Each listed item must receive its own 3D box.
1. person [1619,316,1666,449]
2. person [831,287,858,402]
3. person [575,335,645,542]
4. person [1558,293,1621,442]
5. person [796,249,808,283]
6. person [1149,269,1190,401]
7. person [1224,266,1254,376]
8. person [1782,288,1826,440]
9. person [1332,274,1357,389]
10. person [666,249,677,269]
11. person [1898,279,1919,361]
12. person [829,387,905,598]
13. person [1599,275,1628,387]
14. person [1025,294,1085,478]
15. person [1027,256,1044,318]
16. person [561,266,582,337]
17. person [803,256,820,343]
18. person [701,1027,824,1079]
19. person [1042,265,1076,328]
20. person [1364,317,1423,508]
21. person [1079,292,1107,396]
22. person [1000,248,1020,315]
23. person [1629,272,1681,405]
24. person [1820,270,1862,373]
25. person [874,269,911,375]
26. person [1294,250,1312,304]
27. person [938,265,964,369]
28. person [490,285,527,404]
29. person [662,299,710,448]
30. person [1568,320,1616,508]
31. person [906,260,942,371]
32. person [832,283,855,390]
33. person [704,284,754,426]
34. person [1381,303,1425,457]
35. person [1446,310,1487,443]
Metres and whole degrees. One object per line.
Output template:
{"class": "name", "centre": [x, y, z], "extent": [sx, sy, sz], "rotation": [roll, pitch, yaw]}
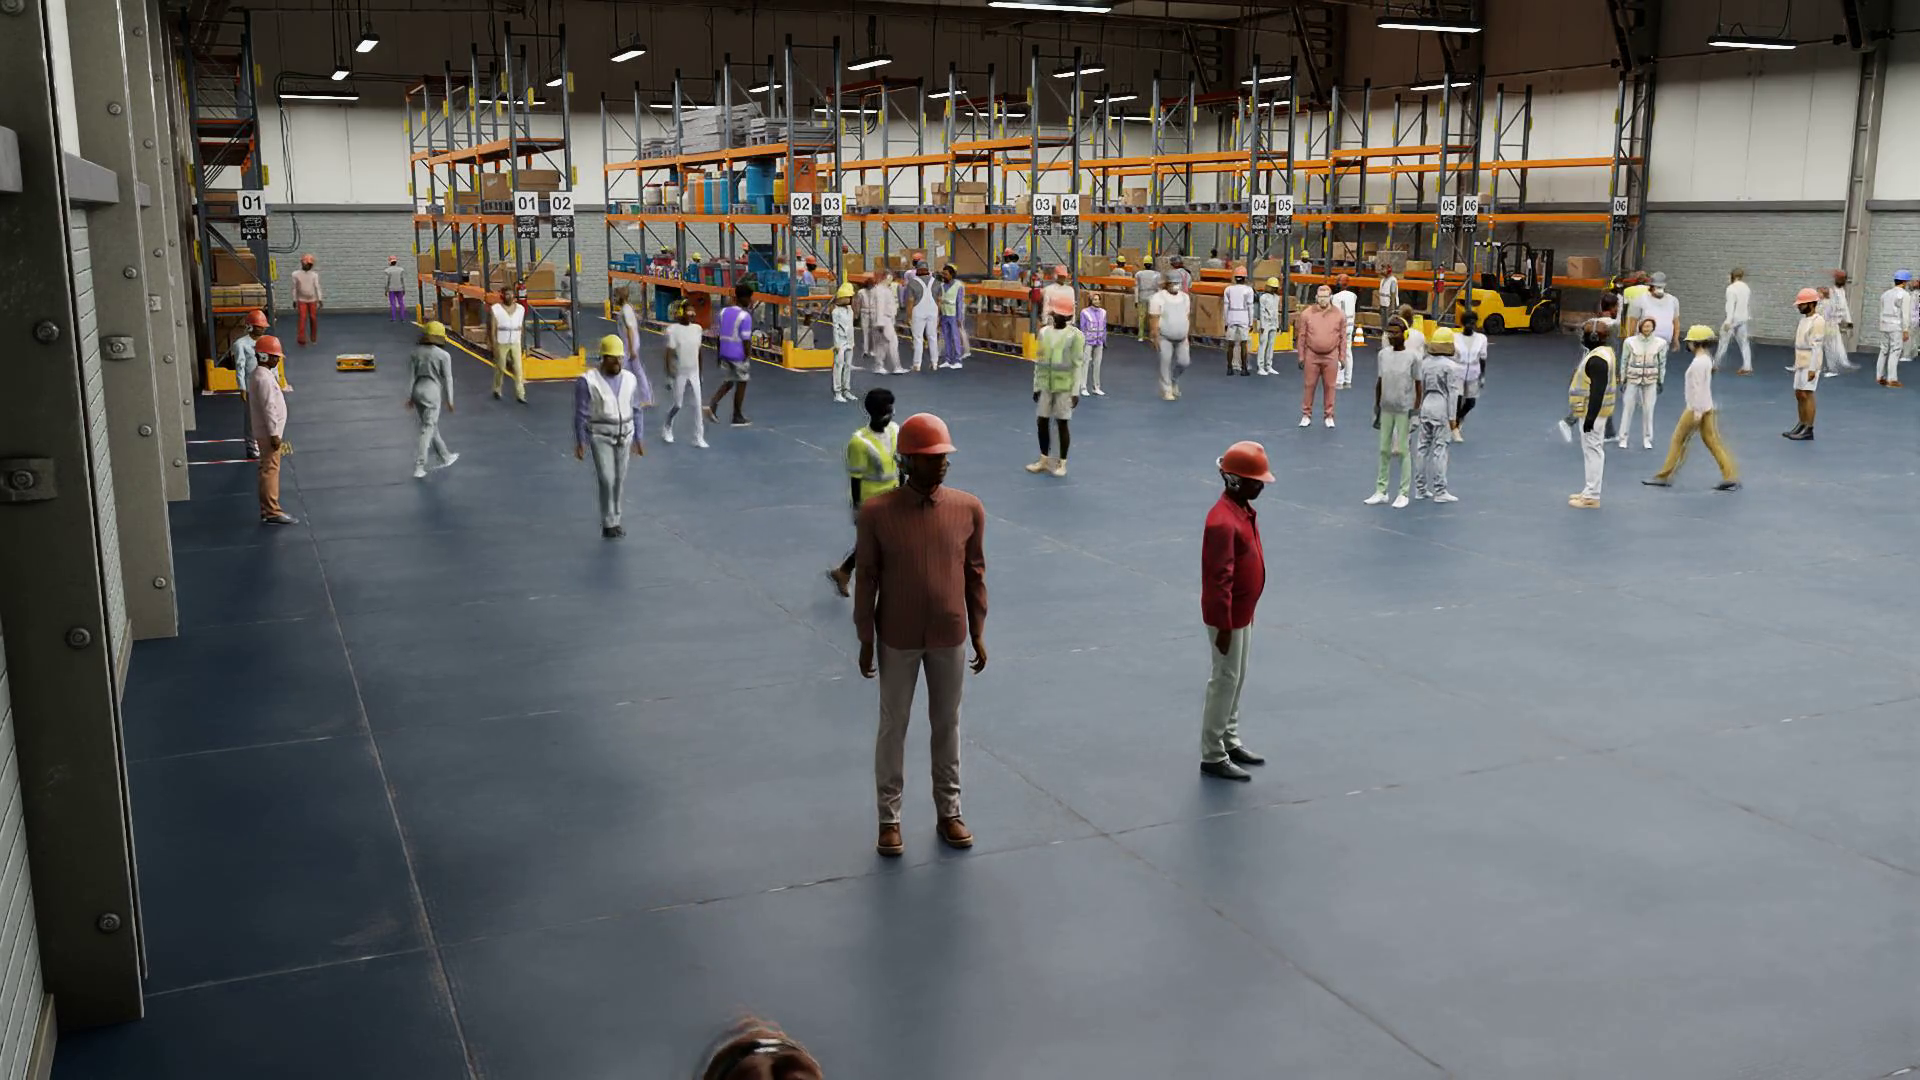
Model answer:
{"class": "person", "centre": [8.354, -1.926, 20.373], "extent": [0.520, 1.633, 0.313], "rotation": [3, 12, 15]}
{"class": "person", "centre": [-1.769, -2.998, 25.521], "extent": [0.287, 1.746, 0.488], "rotation": [7, 13, 31]}
{"class": "person", "centre": [-3.028, -0.887, 14.610], "extent": [0.625, 1.809, 0.617], "rotation": [-10, 15, -40]}
{"class": "person", "centre": [7.984, -2.151, 20.855], "extent": [0.879, 1.893, 0.591], "rotation": [0, 11, -2]}
{"class": "person", "centre": [-5.054, -8.278, 52.377], "extent": [0.574, 1.738, 0.352], "rotation": [-3, 11, -14]}
{"class": "person", "centre": [3.261, -3.158, 25.581], "extent": [0.693, 2.000, 0.536], "rotation": [-4, 12, -17]}
{"class": "person", "centre": [4.940, -3.871, 29.467], "extent": [0.545, 1.938, 0.362], "rotation": [5, 12, 24]}
{"class": "person", "centre": [10.755, -2.233, 21.187], "extent": [0.386, 1.924, 0.548], "rotation": [1, 11, 4]}
{"class": "person", "centre": [6.262, -3.415, 27.292], "extent": [0.575, 1.883, 0.362], "rotation": [-10, 15, -41]}
{"class": "person", "centre": [-8.193, -7.338, 47.289], "extent": [0.579, 1.865, 0.585], "rotation": [-10, 15, -43]}
{"class": "person", "centre": [18.439, -4.259, 32.279], "extent": [0.363, 1.612, 0.552], "rotation": [8, 14, 35]}
{"class": "person", "centre": [-0.675, -0.290, 11.967], "extent": [0.712, 1.663, 0.565], "rotation": [7, 13, 31]}
{"class": "person", "centre": [10.811, -3.445, 27.525], "extent": [0.517, 1.851, 0.376], "rotation": [-7, 13, -33]}
{"class": "person", "centre": [1.059, -1.662, 18.084], "extent": [0.664, 2.009, 0.429], "rotation": [9, 14, 38]}
{"class": "person", "centre": [1.798, -5.869, 39.835], "extent": [0.534, 1.856, 0.632], "rotation": [-9, 15, -40]}
{"class": "person", "centre": [-9.105, -5.597, 38.933], "extent": [0.497, 1.672, 0.948], "rotation": [-1, 11, -5]}
{"class": "person", "centre": [-3.304, -5.348, 37.036], "extent": [0.482, 1.921, 0.600], "rotation": [2, 11, 9]}
{"class": "person", "centre": [-0.346, 1.541, 2.779], "extent": [0.517, 1.613, 0.671], "rotation": [-3, 11, -14]}
{"class": "person", "centre": [1.721, -3.820, 29.102], "extent": [0.632, 1.974, 0.679], "rotation": [-5, 12, -22]}
{"class": "person", "centre": [4.277, -1.245, 16.320], "extent": [0.330, 1.861, 0.512], "rotation": [-10, 15, -43]}
{"class": "person", "centre": [2.102, -3.100, 26.306], "extent": [0.511, 1.641, 0.309], "rotation": [-7, 13, -31]}
{"class": "person", "centre": [1.148, -5.887, 39.444], "extent": [0.375, 2.042, 0.615], "rotation": [8, 14, 36]}
{"class": "person", "centre": [10.377, -2.990, 24.725], "extent": [0.689, 2.000, 0.894], "rotation": [0, 11, -2]}
{"class": "person", "centre": [15.907, -3.946, 30.089], "extent": [0.602, 1.832, 0.972], "rotation": [-11, 15, -43]}
{"class": "person", "centre": [-1.184, -3.878, 29.678], "extent": [0.819, 1.873, 0.669], "rotation": [1, 11, 5]}
{"class": "person", "centre": [9.642, -7.205, 46.687], "extent": [0.600, 1.827, 0.403], "rotation": [-5, 12, -24]}
{"class": "person", "centre": [-0.162, -4.145, 30.937], "extent": [0.589, 1.910, 0.362], "rotation": [10, 15, 42]}
{"class": "person", "centre": [-6.942, -2.999, 25.413], "extent": [0.578, 1.806, 0.879], "rotation": [-8, 14, -36]}
{"class": "person", "centre": [-3.431, -2.078, 20.664], "extent": [0.543, 1.830, 0.878], "rotation": [-7, 13, -33]}
{"class": "person", "centre": [6.192, -1.236, 16.321], "extent": [0.429, 1.842, 0.629], "rotation": [5, 12, 24]}
{"class": "person", "centre": [-0.693, -4.132, 30.530], "extent": [0.682, 2.000, 0.536], "rotation": [-5, 12, -22]}
{"class": "person", "centre": [-1.879, -3.310, 27.106], "extent": [0.378, 1.751, 0.525], "rotation": [4, 12, 19]}
{"class": "person", "centre": [-3.087, -2.491, 22.480], "extent": [0.644, 1.926, 0.644], "rotation": [10, 15, 41]}
{"class": "person", "centre": [5.165, -1.849, 19.474], "extent": [0.537, 1.828, 0.614], "rotation": [-2, 11, -9]}
{"class": "person", "centre": [6.359, -2.087, 21.053], "extent": [0.541, 1.675, 0.583], "rotation": [0, 11, 0]}
